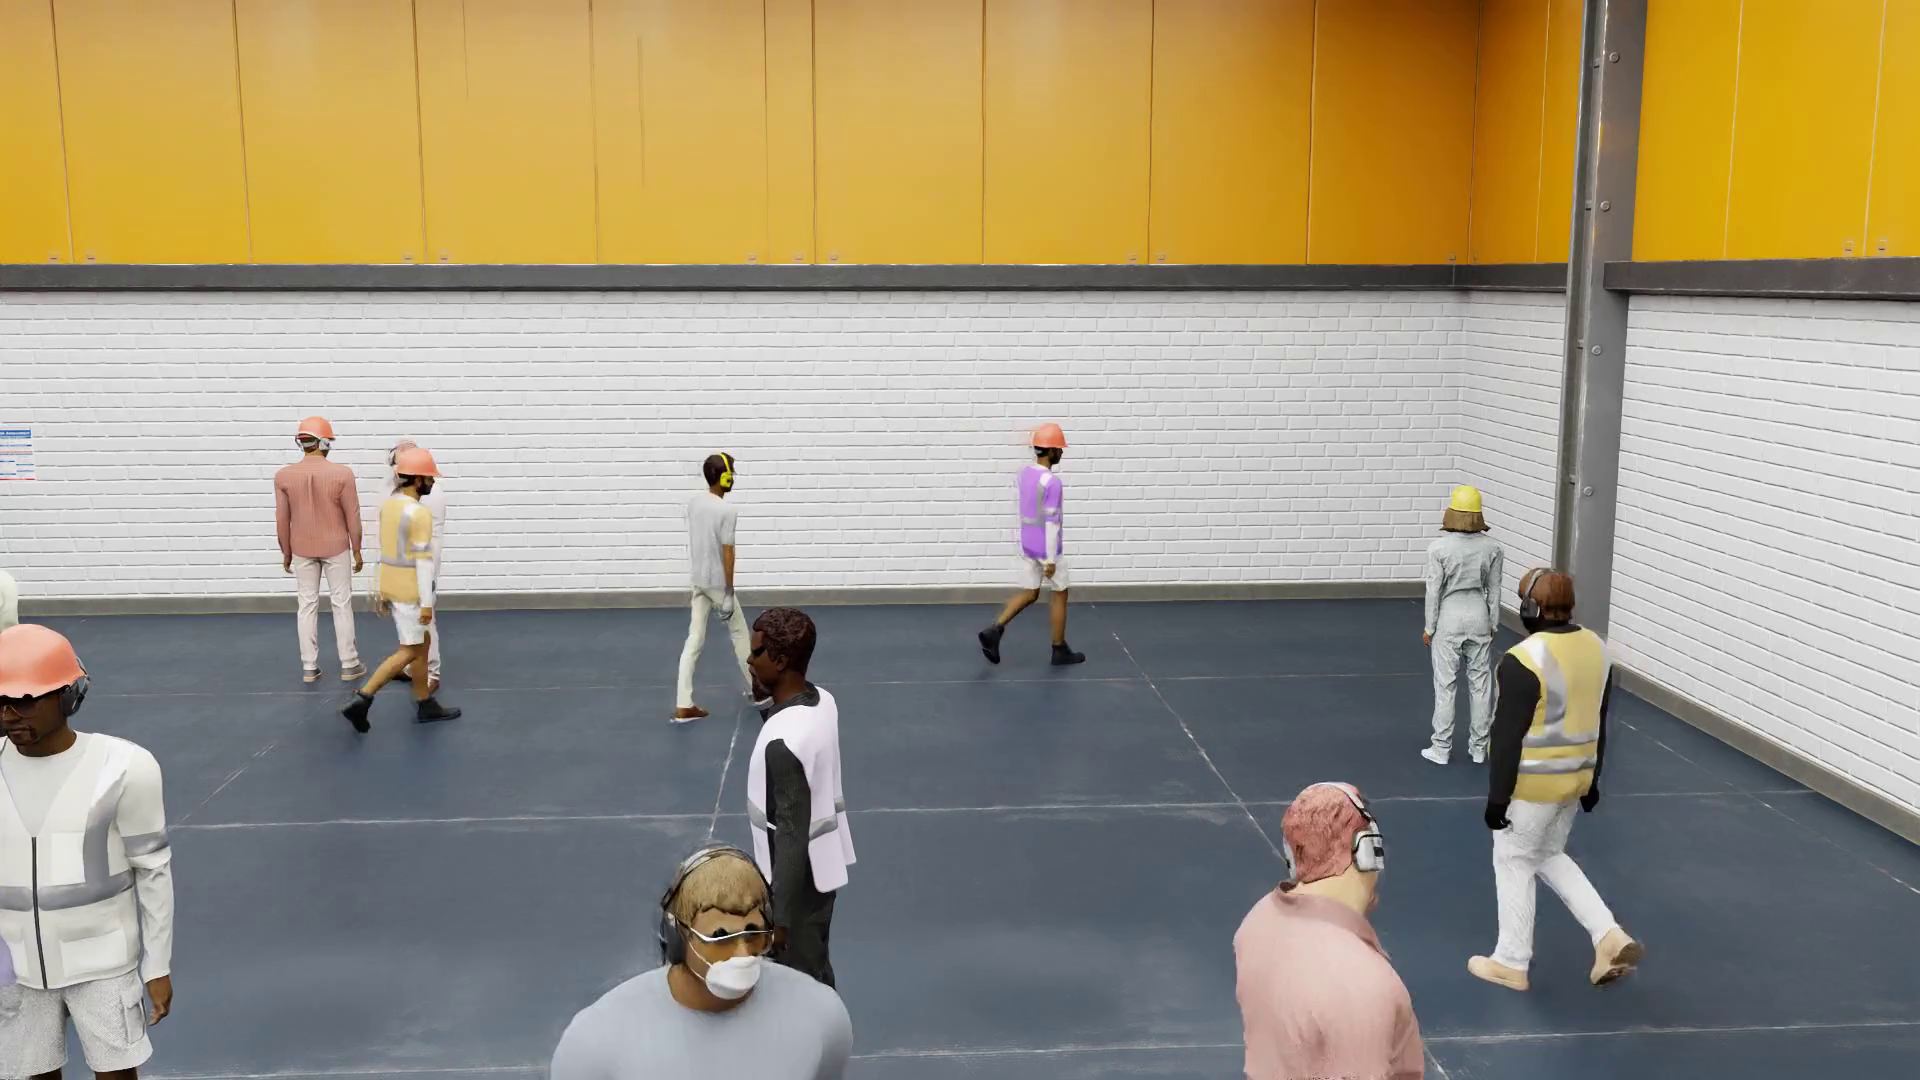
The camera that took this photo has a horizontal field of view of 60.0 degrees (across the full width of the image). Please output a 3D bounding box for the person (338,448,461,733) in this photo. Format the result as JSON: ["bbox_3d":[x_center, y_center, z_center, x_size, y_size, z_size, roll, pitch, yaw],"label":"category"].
[{"bbox_3d":[-3.749,0.347,11.003,0.816,1.905,0.558,-8,12,-42],"label":"person"}]

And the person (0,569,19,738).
[{"bbox_3d":[-4.799,0.782,7.954,0.623,1.989,0.399,-6,11,-35],"label":"person"}]

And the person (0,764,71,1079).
[{"bbox_3d":[-2.915,1.301,4.874,0.636,1.937,0.358,-6,11,-33],"label":"person"}]

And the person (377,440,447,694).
[{"bbox_3d":[-4.011,0.193,12.079,0.790,1.863,0.458,7,12,38],"label":"person"}]

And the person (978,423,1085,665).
[{"bbox_3d":[0.572,0.052,12.806,0.814,1.912,0.548,-5,11,-31],"label":"person"}]

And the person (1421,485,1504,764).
[{"bbox_3d":[3.109,0.528,10.334,0.487,1.744,0.294,-1,9,-5],"label":"person"}]

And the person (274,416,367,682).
[{"bbox_3d":[-4.768,0.072,12.435,0.608,1.987,0.391,-1,9,-5],"label":"person"}]

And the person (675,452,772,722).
[{"bbox_3d":[-1.643,0.306,11.473,0.541,1.818,0.965,7,12,39],"label":"person"}]

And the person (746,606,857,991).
[{"bbox_3d":[-0.561,1.173,5.733,0.392,1.920,0.587,1,9,4],"label":"person"}]

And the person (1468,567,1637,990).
[{"bbox_3d":[2.486,1.028,6.954,0.629,1.823,0.580,-7,11,-38],"label":"person"}]

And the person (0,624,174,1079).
[{"bbox_3d":[-2.647,1.244,4.896,0.613,2.041,0.393,-1,9,-6],"label":"person"}]

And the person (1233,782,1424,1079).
[{"bbox_3d":[0.849,1.500,3.843,0.434,1.869,0.713,-2,9,-13],"label":"person"}]

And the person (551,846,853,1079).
[{"bbox_3d":[-0.535,1.533,3.493,0.635,1.917,0.782,-4,10,-22],"label":"person"}]
